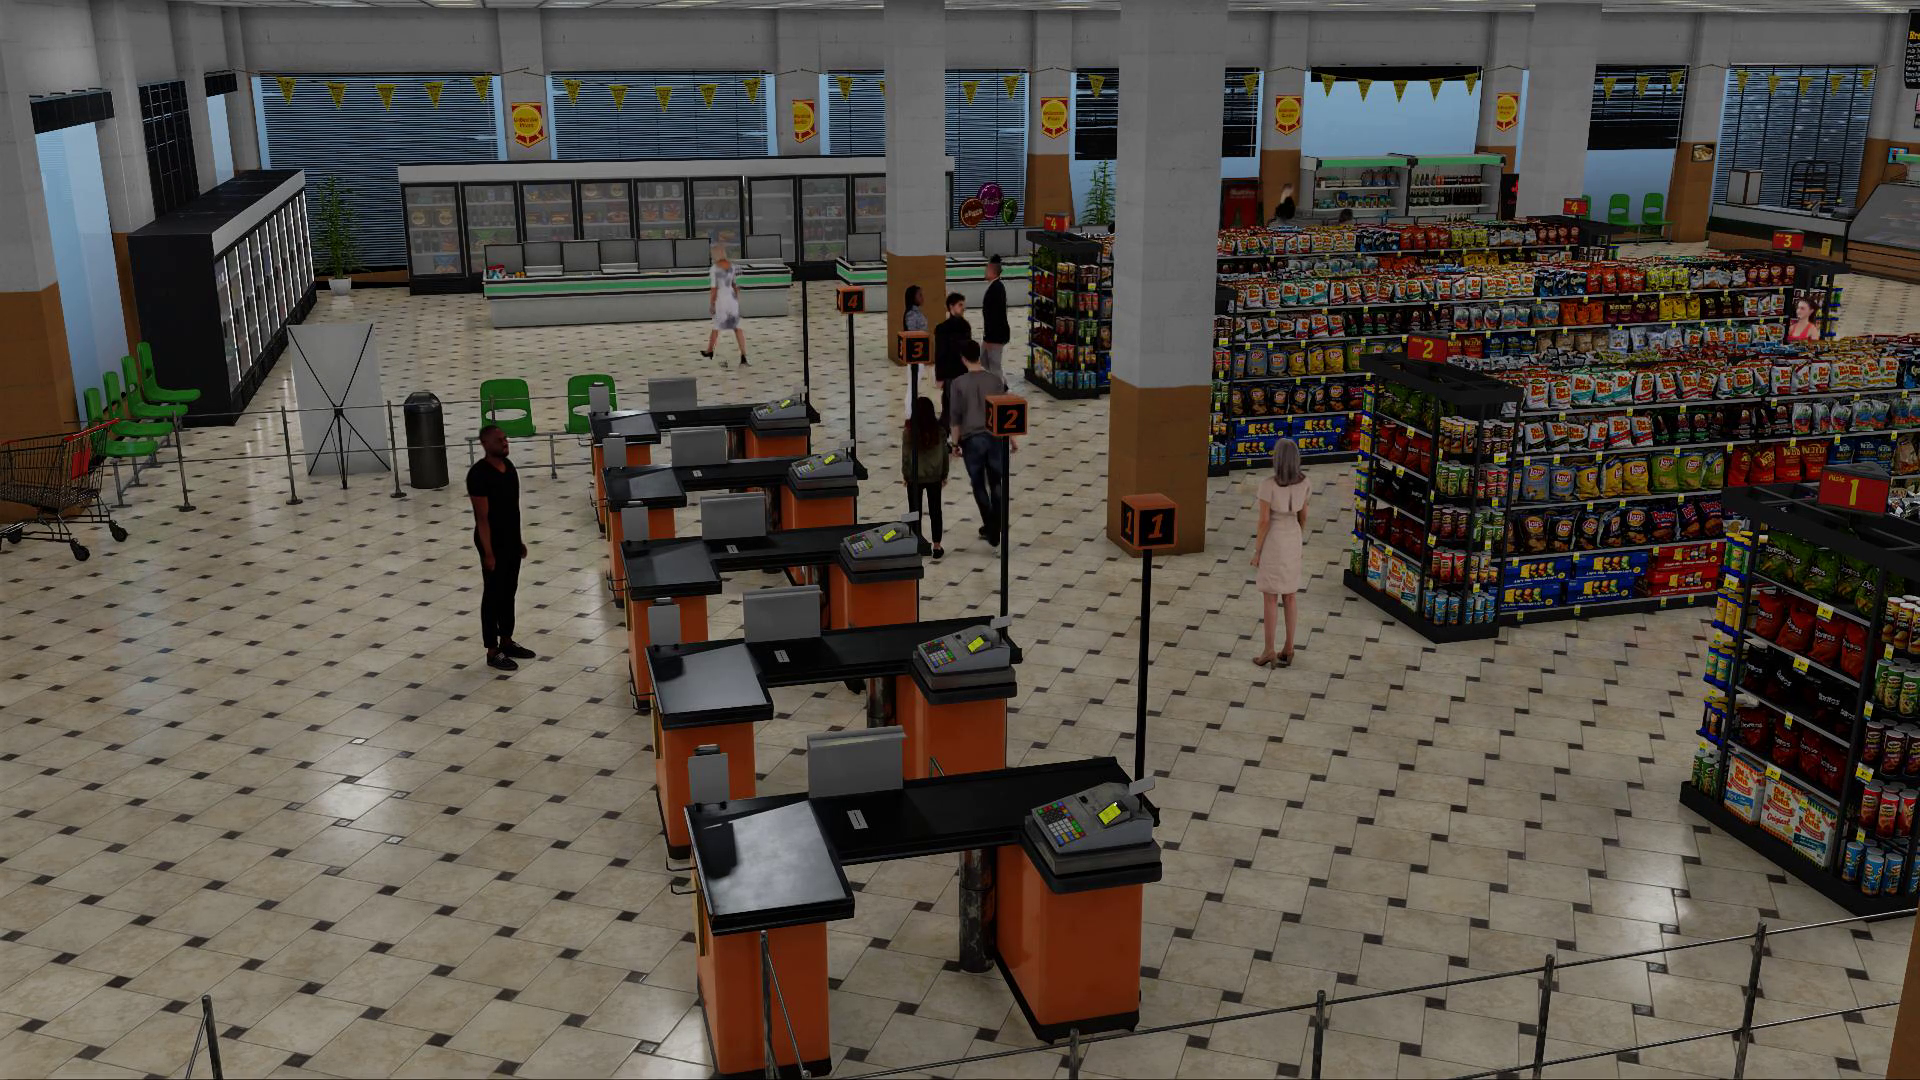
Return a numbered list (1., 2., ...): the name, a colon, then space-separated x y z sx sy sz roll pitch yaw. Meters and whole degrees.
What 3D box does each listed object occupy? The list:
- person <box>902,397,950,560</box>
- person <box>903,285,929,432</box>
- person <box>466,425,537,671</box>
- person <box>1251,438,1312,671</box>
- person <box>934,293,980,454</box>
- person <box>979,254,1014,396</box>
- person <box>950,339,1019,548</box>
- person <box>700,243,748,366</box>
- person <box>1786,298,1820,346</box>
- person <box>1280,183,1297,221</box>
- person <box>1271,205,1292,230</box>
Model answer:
1. person: -0.313 -0.556 14.851 0.488 1.476 0.662 -2 17 -7
2. person: -0.534 -2.160 19.705 0.634 1.724 0.664 2 17 8
3. person: -3.418 0.037 12.307 0.763 1.819 0.753 6 18 18
4. person: 2.363 0.098 12.247 0.527 1.736 0.688 -7 18 -23
5. person: -0.139 -1.817 18.430 1.130 1.809 1.077 10 19 29
6. person: 0.546 -2.582 20.719 0.789 1.943 0.805 1 17 3
7. person: 0.205 -0.843 15.134 0.953 1.860 0.884 -2 17 -7
8. person: -3.280 -3.303 23.509 1.103 1.701 1.002 -11 20 -32
9. person: 9.434 -1.840 18.632 0.949 1.736 0.617 -7 18 -21
10. person: 6.467 -6.316 33.483 0.702 1.671 0.633 -6 18 -19
11. person: 5.496 -4.823 28.444 0.554 1.742 0.635 -6 18 -18
